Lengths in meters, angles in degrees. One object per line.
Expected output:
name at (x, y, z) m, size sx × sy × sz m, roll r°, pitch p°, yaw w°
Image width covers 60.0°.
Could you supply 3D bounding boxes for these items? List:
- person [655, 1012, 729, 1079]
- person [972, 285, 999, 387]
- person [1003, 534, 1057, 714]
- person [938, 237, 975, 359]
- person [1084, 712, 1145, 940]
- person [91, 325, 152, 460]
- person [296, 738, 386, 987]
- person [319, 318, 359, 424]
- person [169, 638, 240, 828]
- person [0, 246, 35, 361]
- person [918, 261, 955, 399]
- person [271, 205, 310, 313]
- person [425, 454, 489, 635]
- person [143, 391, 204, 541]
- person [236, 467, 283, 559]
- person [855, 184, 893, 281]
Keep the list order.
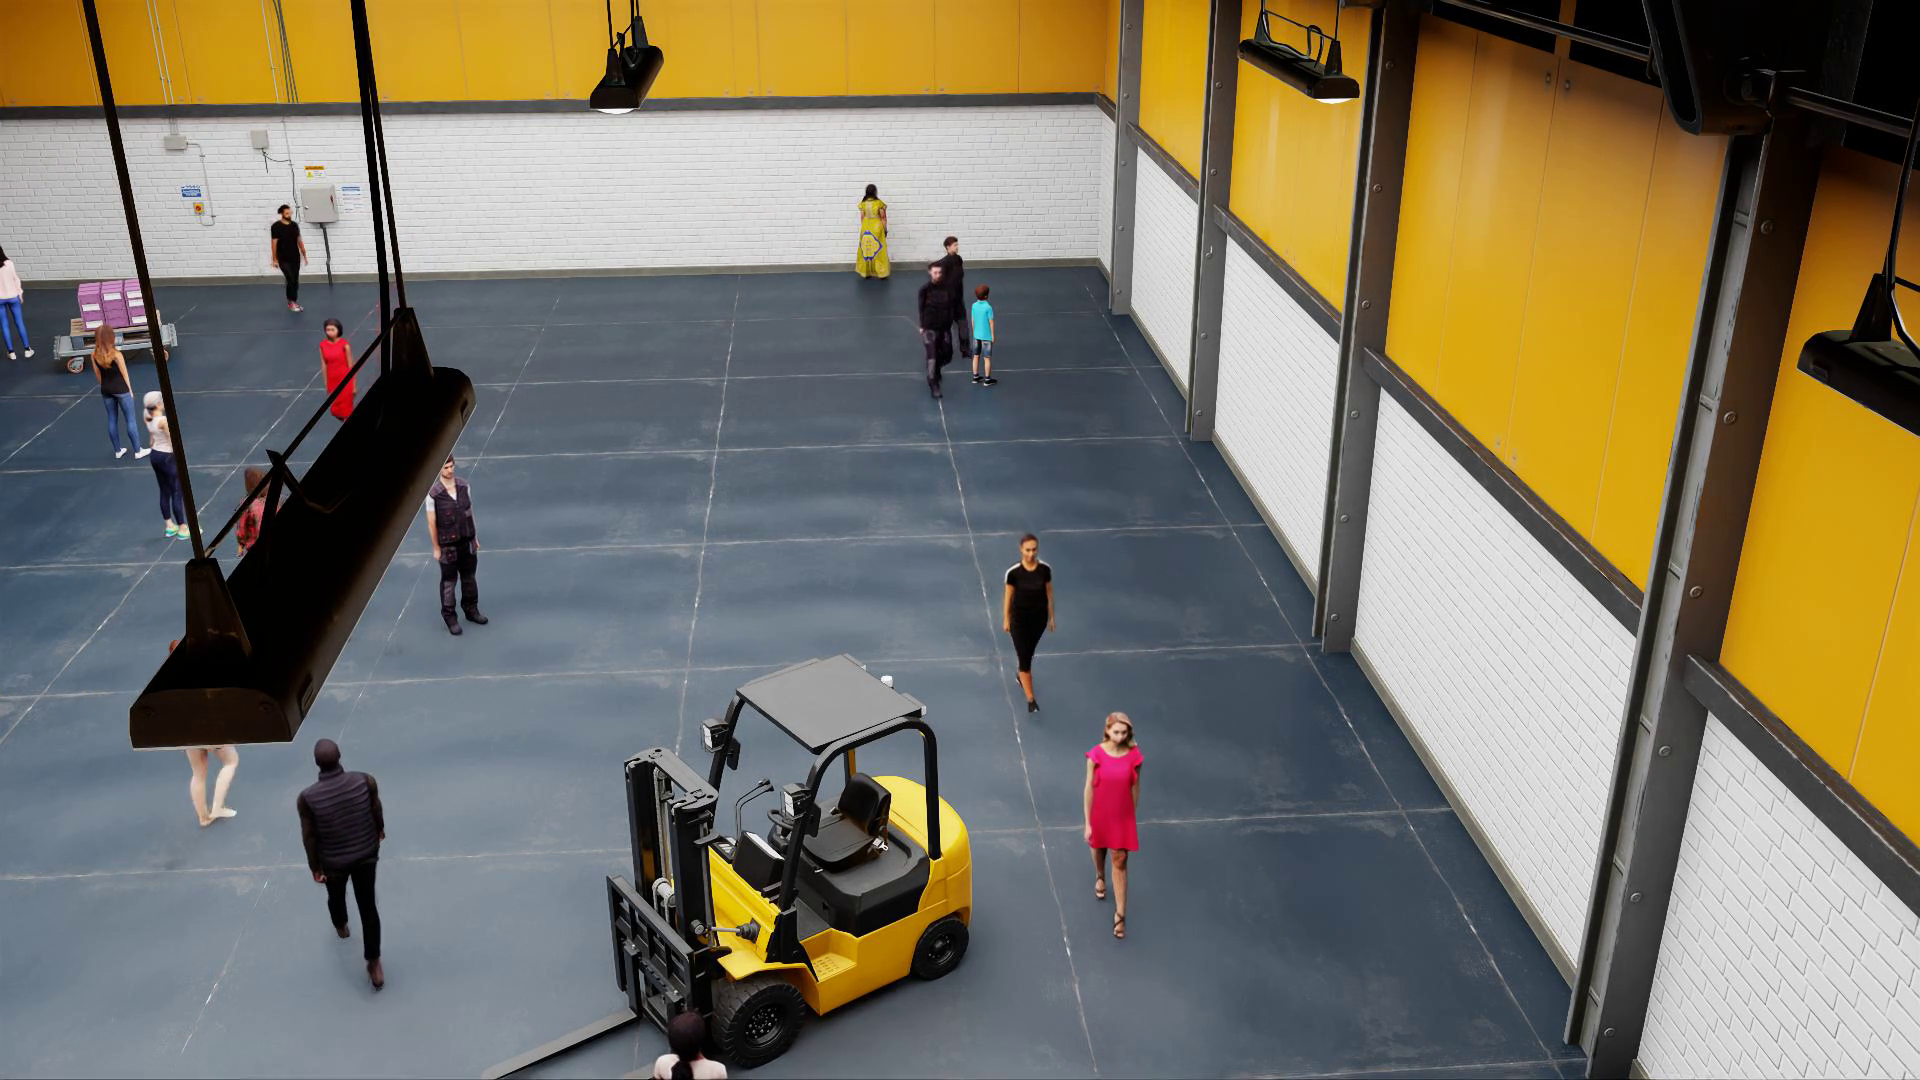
person at (-1.426, 3.280, 9.069) m, size 0.636 × 1.742 × 0.601 m, roll 5°, pitch 24°, yaw 11°
person at (0.323, -2.926, 23.632) m, size 0.596 × 1.449 × 0.649 m, roll 17°, pitch 29°, yaw 34°
person at (0.604, 0.695, 15.132) m, size 0.711 × 1.622 × 1.095 m, roll -6°, pitch 24°, yaw -14°
person at (-0.213, -3.594, 24.726) m, size 1.264 × 1.798 × 1.217 m, roll 17°, pitch 29°, yaw 34°
person at (1.081, 1.967, 12.138) m, size 0.649 × 1.690 × 1.051 m, roll 1°, pitch 24°, yaw 1°
person at (-10.583, -1.858, 20.847) m, size 0.631 × 1.723 × 0.583 m, roll 2°, pitch 24°, yaw 5°
person at (-4.166, 2.235, 11.409) m, size 1.016 × 1.783 × 1.267 m, roll -12°, pitch 26°, yaw -26°
person at (-7.830, -1.981, 21.120) m, size 0.578 × 1.729 × 0.713 m, roll -1°, pitch 24°, yaw -2°
person at (-6.057, 1.567, 13.129) m, size 0.661 × 1.629 × 0.683 m, roll 8°, pitch 25°, yaw 17°
person at (-14.170, -3.566, 24.696) m, size 0.717 × 1.769 × 0.680 m, roll -11°, pitch 26°, yaw -24°
person at (-0.351, -2.952, 23.141) m, size 0.857 × 1.891 × 1.085 m, roll -8°, pitch 25°, yaw -18°
person at (-10.979, -4.589, 27.074) m, size 0.856 × 1.740 × 0.784 m, roll 15°, pitch 28°, yaw 31°
person at (-5.002, 0.002, 16.434) m, size 0.792 × 1.849 × 0.735 m, roll 19°, pitch 30°, yaw 37°
person at (-8.859, -0.840, 18.545) m, size 0.686 × 1.702 × 0.725 m, roll 15°, pitch 28°, yaw 31°
person at (-6.776, 0.116, 16.379) m, size 0.851 × 1.685 × 0.794 m, roll 14°, pitch 27°, yaw 29°
person at (-1.508, -5.371, 28.962) m, size 0.969 × 1.659 × 0.943 m, roll 7°, pitch 25°, yaw 16°
